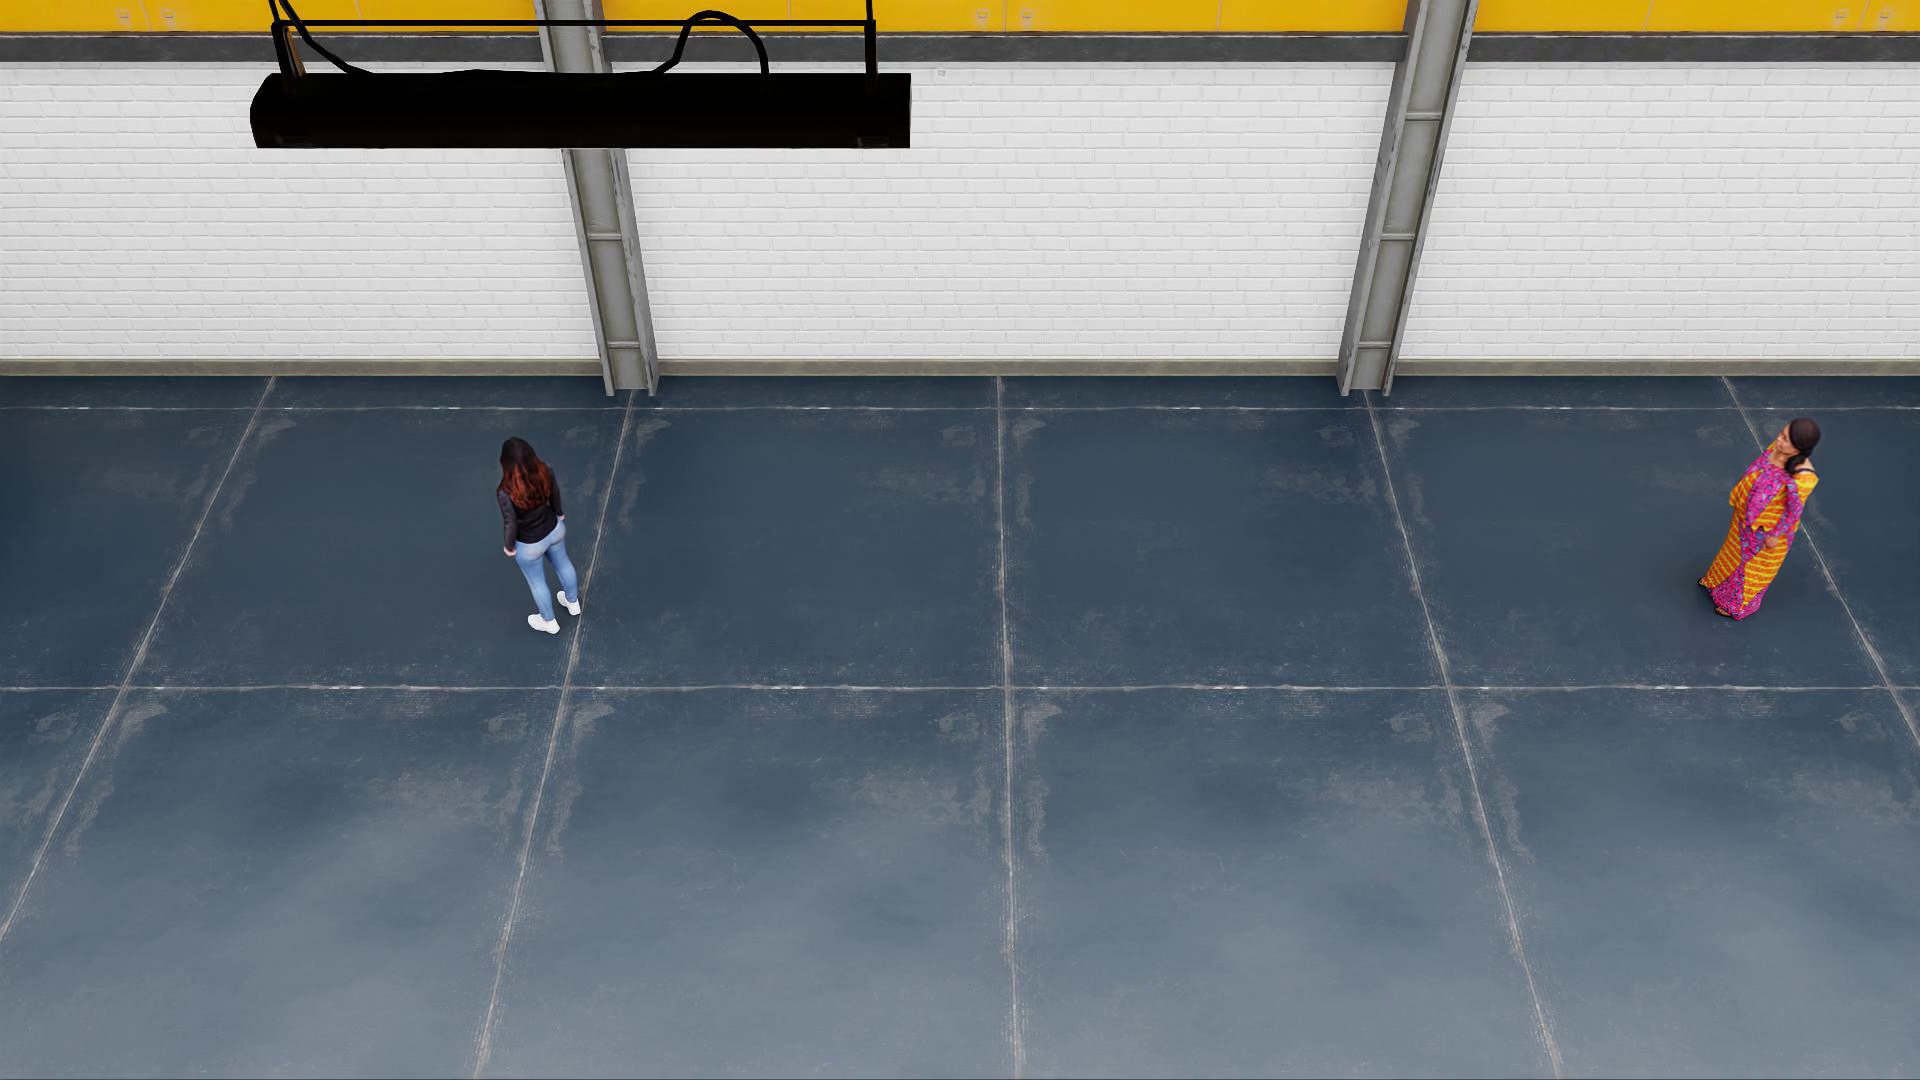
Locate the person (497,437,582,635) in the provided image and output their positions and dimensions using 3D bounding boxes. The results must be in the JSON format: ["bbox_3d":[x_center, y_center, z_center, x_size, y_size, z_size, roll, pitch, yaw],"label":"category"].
[{"bbox_3d":[-2.848,-0.046,11.199,0.761,1.634,0.728,28,50,26],"label":"person"}]

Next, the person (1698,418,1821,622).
[{"bbox_3d":[5.470,-0.178,11.304,0.658,1.681,0.652,-3,44,-3],"label":"person"}]
